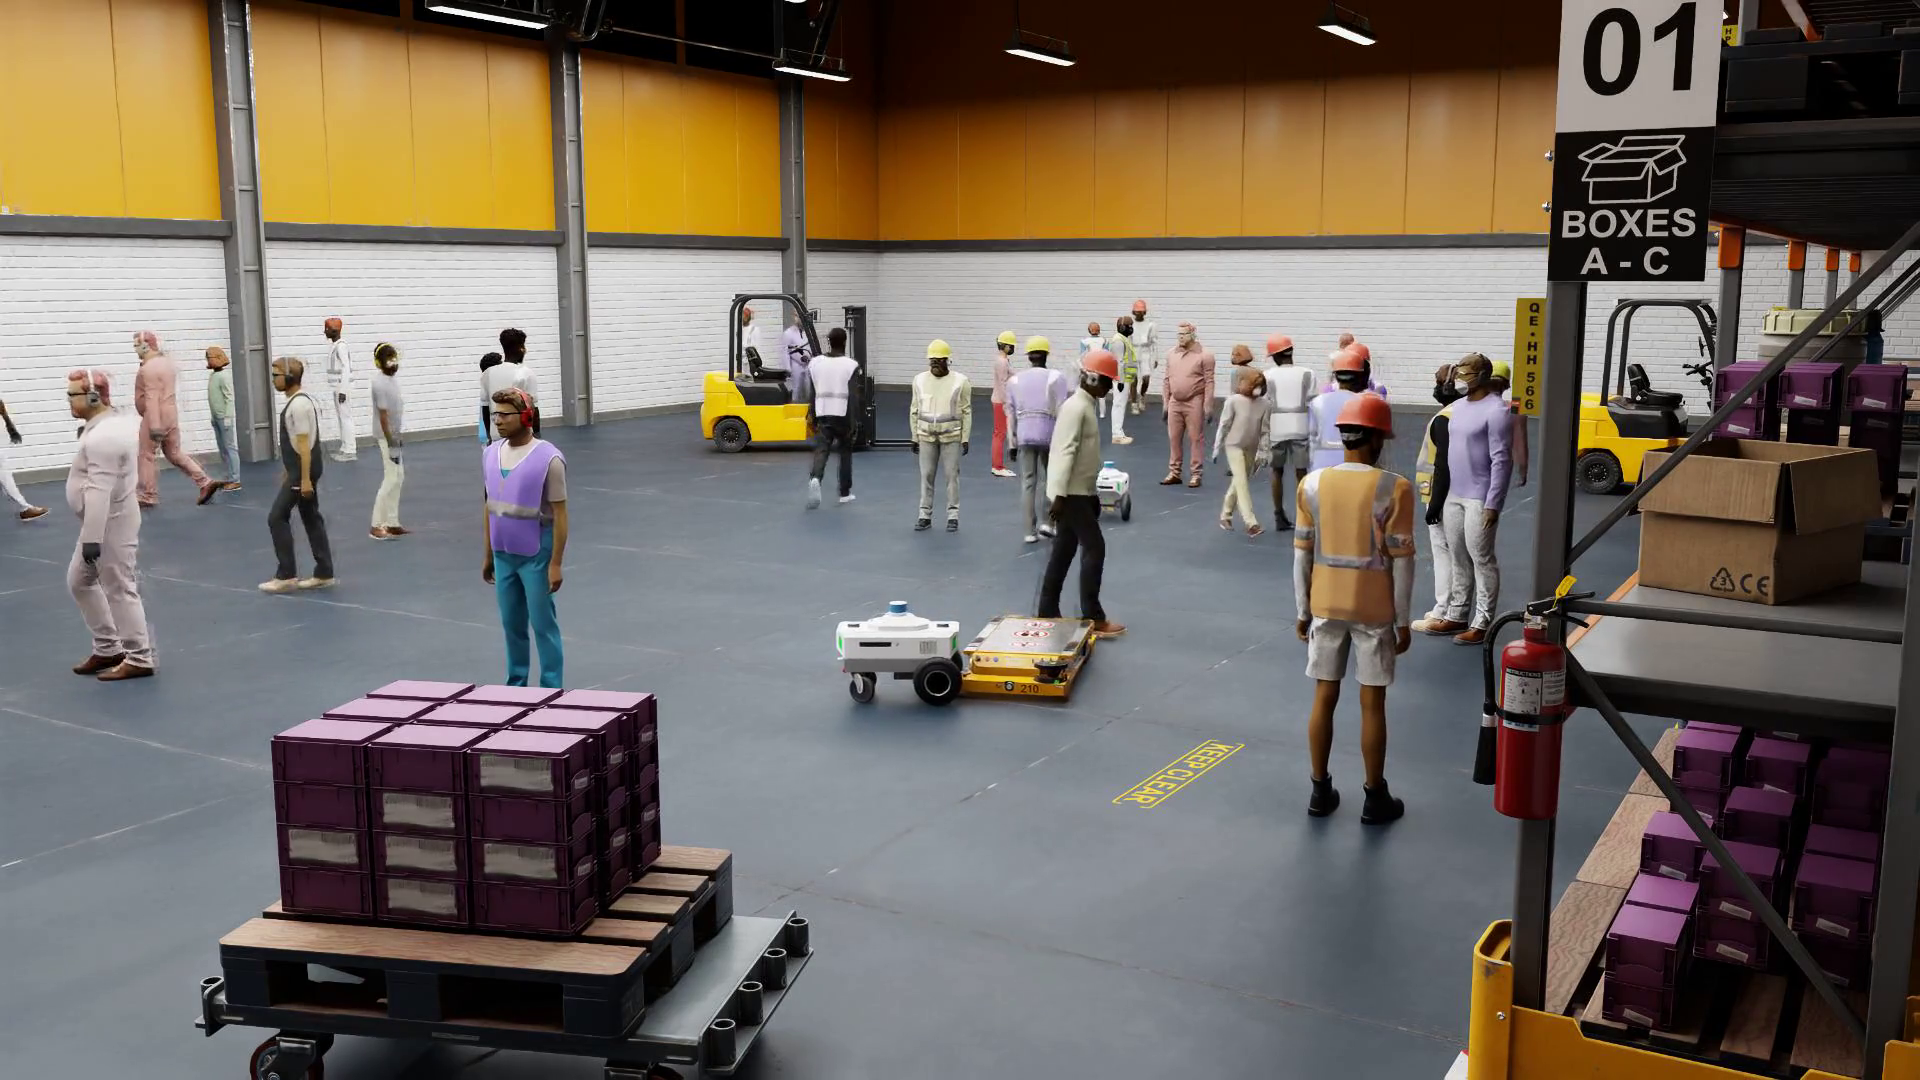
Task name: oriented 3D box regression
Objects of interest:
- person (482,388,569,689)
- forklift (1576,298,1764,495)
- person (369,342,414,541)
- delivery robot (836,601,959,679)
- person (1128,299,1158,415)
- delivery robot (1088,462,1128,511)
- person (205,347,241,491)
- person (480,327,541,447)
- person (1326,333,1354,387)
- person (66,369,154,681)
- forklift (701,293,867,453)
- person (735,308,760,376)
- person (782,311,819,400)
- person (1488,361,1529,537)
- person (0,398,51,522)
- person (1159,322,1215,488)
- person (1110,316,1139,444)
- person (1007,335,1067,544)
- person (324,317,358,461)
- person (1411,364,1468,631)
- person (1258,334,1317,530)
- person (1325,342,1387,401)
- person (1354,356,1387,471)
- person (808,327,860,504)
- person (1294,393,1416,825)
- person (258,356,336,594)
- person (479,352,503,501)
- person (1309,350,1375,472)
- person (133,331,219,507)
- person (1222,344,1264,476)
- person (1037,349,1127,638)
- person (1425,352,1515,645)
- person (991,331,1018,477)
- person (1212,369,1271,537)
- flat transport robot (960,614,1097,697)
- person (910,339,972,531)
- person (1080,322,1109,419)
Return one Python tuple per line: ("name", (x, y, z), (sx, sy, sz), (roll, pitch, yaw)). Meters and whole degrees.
("person", (-2.363, 0.093, 9.047), (0.570, 1.844, 0.378), (5, 11, 31))
("forklift", (7.954, -1.589, 18.462), (2.313, 2.155, 1.214), (5, 11, 30))
("person", (-5.304, -0.912, 15.414), (0.363, 1.838, 0.649), (-1, 9, -7))
("delivery robot", (-0.360, 0.597, 9.629), (0.707, 0.478, 0.477), (0, 9, 0))
("person", (3.114, -3.155, 28.787), (0.681, 2.016, 0.496), (0, 9, -2))
("delivery robot", (1.494, -0.543, 16.744), (0.477, 0.478, 0.707), (2, 9, 12))
("person", (-8.368, -1.370, 18.840), (0.280, 1.632, 0.501), (-8, 12, -42))
("person", (-4.091, -0.962, 15.258), (0.613, 1.962, 0.361), (4, 10, 22))
("person", (5.333, -2.048, 23.051), (0.523, 1.638, 0.310), (1, 9, 7))
("person", (-5.200, -0.076, 9.988), (0.617, 1.883, 0.666), (-4, 10, -25))
("forklift", (-2.458, -2.344, 23.176), (2.313, 2.155, 1.214), (0, 9, -2))
("person", (-3.744, -3.047, 28.578), (0.609, 1.861, 0.777), (6, 11, 34))
("person", (-2.542, -2.811, 27.114), (0.674, 1.855, 0.997), (-5, 10, -27))
("person", (4.395, -0.599, 13.673), (0.552, 1.730, 0.831), (6, 11, 31))
("person", (-9.485, -1.078, 16.407), (0.926, 1.825, 0.541), (-2, 9, -15))
("person", (2.621, -1.552, 19.176), (0.697, 1.899, 0.394), (8, 12, 39))
("person", (2.363, -2.311, 24.068), (0.429, 1.841, 0.634), (2, 9, 11))
("person", (0.711, -0.922, 15.225), (0.612, 1.894, 0.518), (3, 10, 20))
("person", (-8.145, -1.979, 21.858), (0.337, 1.882, 0.583), (-5, 10, -27))
("person", (3.346, -0.285, 11.425), (0.429, 1.844, 0.625), (6, 11, 32))
("person", (3.109, -1.010, 15.823), (0.559, 1.897, 0.428), (1, 9, 5))
("person", (3.397, -0.774, 14.377), (0.544, 1.882, 1.030), (1, 9, 3))
("person", (3.055, -0.514, 12.903), (0.535, 1.817, 0.878), (-7, 11, -37))
("person", (-1.354, -1.312, 17.659), (0.592, 1.898, 0.764), (3, 9, 16))
("person", (1.772, 0.307, 7.464), (0.545, 1.927, 0.385), (6, 11, 34))
("person", (-5.181, -0.493, 12.772), (0.708, 1.820, 0.540), (-4, 10, -21))
("person", (-4.507, -0.973, 16.154), (0.315, 1.700, 0.540), (-2, 9, -11))
("person", (2.874, -0.492, 12.627), (0.537, 1.888, 0.935), (4, 10, 25))
("person", (-8.345, -1.266, 17.493), (0.856, 1.870, 0.682), (-1, 9, -4))
("person", (3.417, -1.540, 19.954), (0.598, 1.618, 0.512), (8, 12, 41))
("person", (0.864, -0.306, 11.257), (0.773, 1.939, 0.672), (1, 9, 7))
("person", (3.401, -0.275, 11.058), (0.371, 1.940, 0.630), (-3, 10, -18))
("person", (0.540, -1.651, 20.205), (0.327, 1.761, 0.522), (0, 9, -3))
("person", (2.663, -0.827, 15.619), (0.541, 1.567, 0.870), (-4, 10, -24))
("flat transport robot", (0.430, 0.688, 10.235), (0.652, 0.197, 1.431), (2, 9, 12))
("person", (-0.190, -0.993, 15.862), (0.592, 1.833, 0.404), (2, 9, 13))
("person", (2.273, -2.859, 28.123), (0.513, 1.637, 0.309), (-2, 9, -9))
